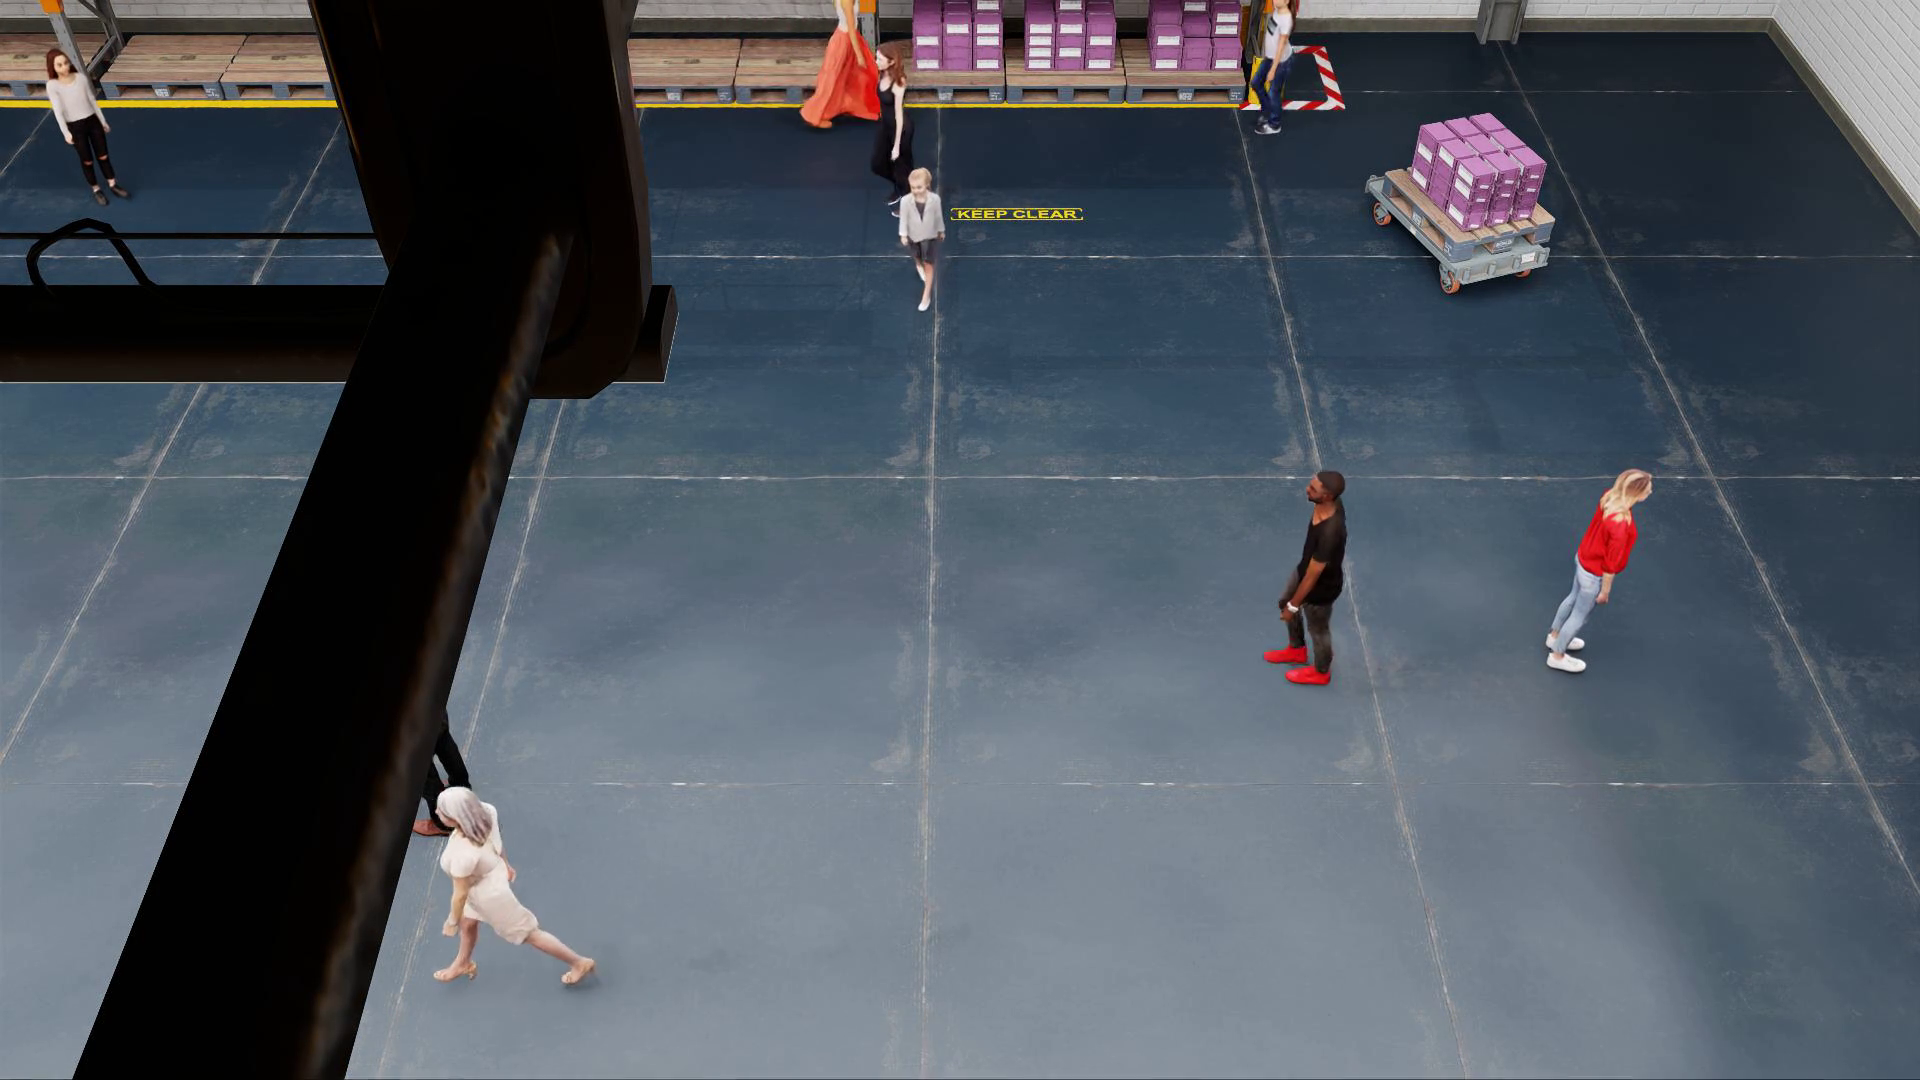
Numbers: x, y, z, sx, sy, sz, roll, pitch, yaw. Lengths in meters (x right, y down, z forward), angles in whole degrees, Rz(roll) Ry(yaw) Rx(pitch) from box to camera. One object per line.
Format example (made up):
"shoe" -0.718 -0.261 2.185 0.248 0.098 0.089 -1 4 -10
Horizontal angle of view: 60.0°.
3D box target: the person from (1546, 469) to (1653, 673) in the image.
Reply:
"person" 4.138 0.179 10.843 0.527 1.702 0.615 3 44 3

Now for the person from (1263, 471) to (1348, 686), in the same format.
"person" 2.398 0.281 10.677 0.694 1.785 0.713 2 44 2

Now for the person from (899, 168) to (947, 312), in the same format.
"person" -0.308 -2.635 14.131 0.834 1.241 0.641 -1 44 -1

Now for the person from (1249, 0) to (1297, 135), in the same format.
"person" 3.117 -4.635 16.004 0.613 1.554 0.596 -5 44 -5

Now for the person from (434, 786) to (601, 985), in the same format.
"person" -2.442 1.942 9.003 1.178 1.689 0.650 -2 44 -2

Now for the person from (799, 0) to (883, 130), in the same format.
"person" -1.181 -4.693 15.932 1.283 1.737 0.654 1 44 1

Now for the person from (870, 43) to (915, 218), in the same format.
"person" -0.488 -3.683 14.880 0.798 1.726 0.737 -27 50 -26

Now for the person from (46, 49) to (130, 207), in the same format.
"person" -8.004 -3.785 15.162 0.667 1.485 0.620 31 52 28
